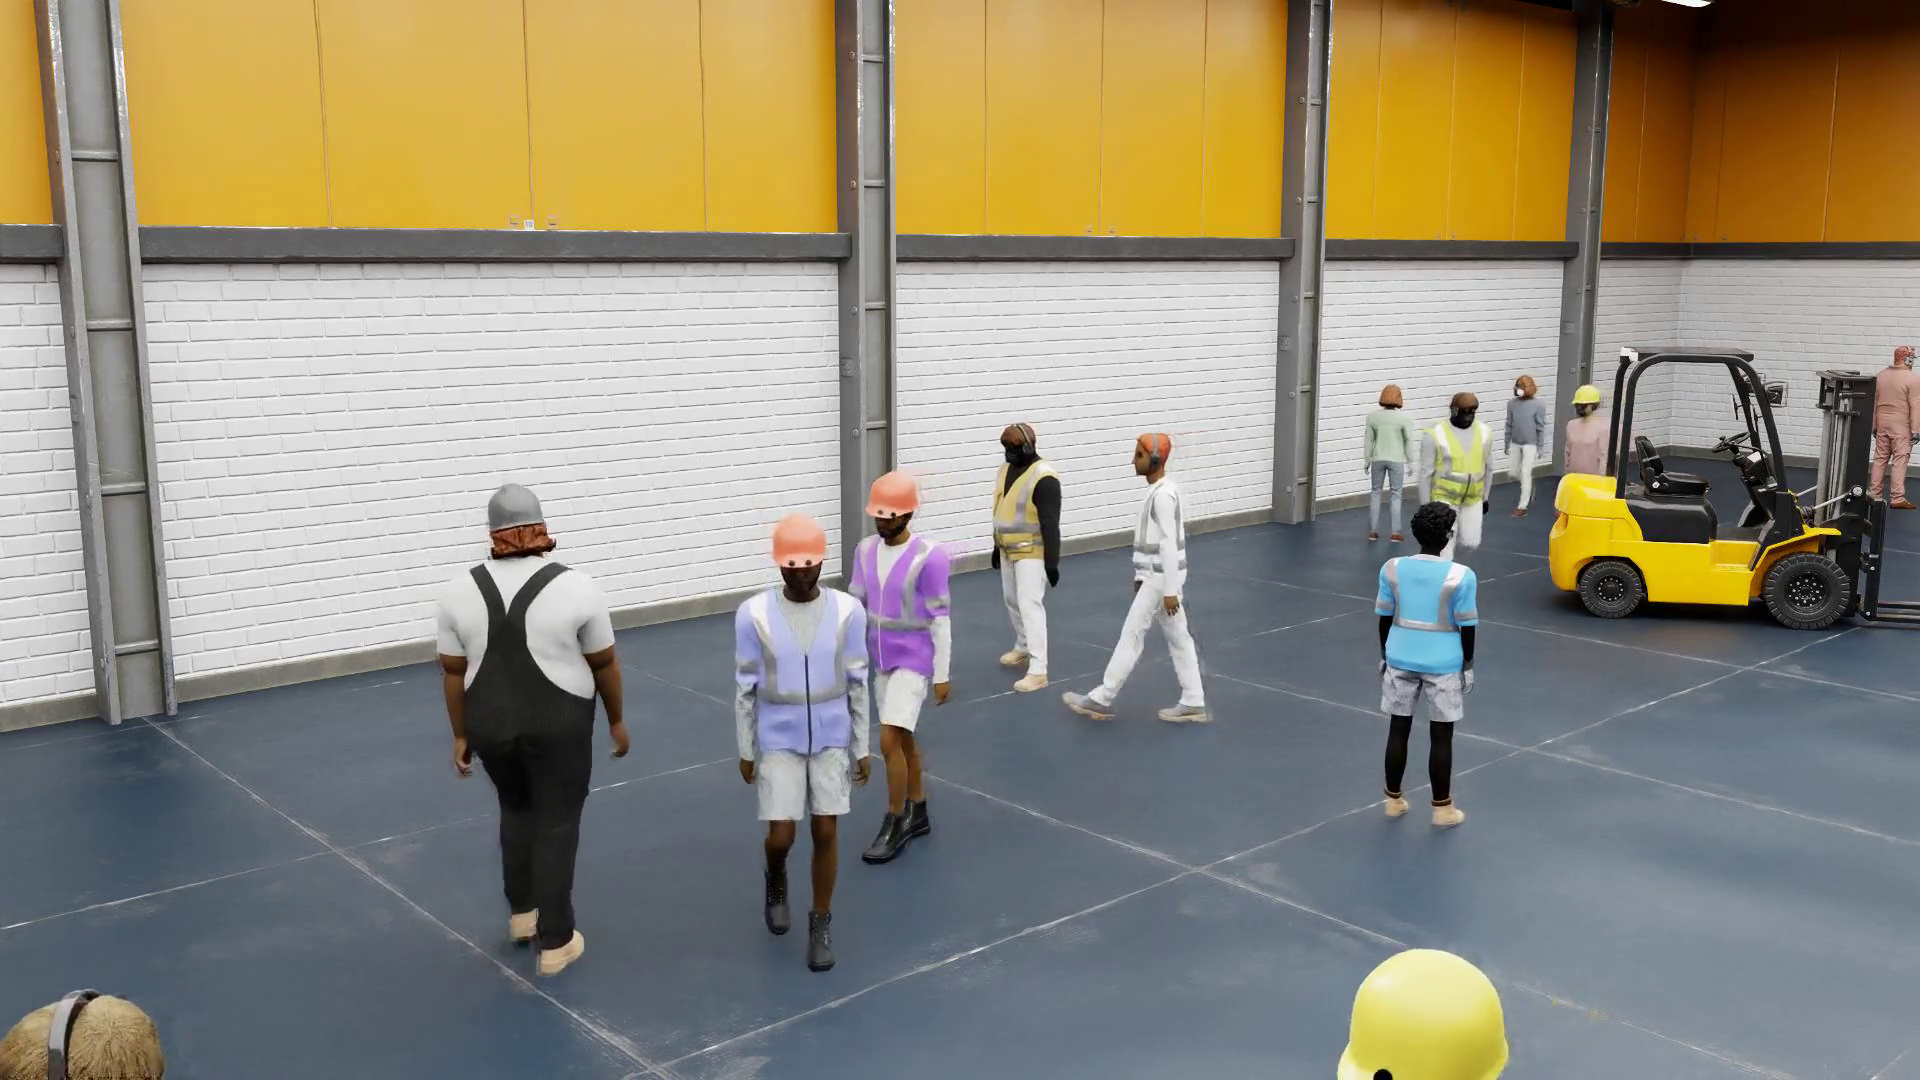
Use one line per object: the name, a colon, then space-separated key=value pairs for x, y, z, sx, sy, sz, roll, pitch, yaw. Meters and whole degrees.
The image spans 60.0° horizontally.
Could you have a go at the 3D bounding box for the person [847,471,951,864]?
person: x=-0.369 y=0.611 z=8.140 sx=0.589 sy=1.902 sz=0.728 roll=9 pitch=14 yaw=44

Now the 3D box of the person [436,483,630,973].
person: x=-1.755 y=0.742 z=6.995 sx=0.700 sy=2.000 sz=0.707 roll=1 pitch=10 yaw=8

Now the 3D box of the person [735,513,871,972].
person: x=-0.650 y=0.820 z=6.915 sx=0.545 sy=1.921 sz=0.494 roll=-2 pitch=10 yaw=-13

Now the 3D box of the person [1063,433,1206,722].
person: x=1.125 y=0.247 z=10.457 sx=0.957 sy=1.839 sz=0.608 roll=1 pitch=10 yaw=7

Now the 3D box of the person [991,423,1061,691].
person: x=0.465 y=0.089 z=11.525 sx=0.530 sy=1.810 sz=0.820 roll=-5 pitch=11 yaw=-26

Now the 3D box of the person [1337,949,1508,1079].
person: x=0.656 y=1.561 z=2.599 sx=0.792 sy=1.896 sz=0.614 roll=-8 pitch=13 yaw=-40

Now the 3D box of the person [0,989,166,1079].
person: x=-1.135 y=1.585 z=2.574 sx=1.041 sy=1.882 sz=0.647 roll=0 pitch=10 yaw=1

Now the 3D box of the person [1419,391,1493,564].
person: x=4.188 y=-0.366 z=14.135 sx=0.651 sy=1.821 sz=0.546 roll=-2 pitch=10 yaw=-9

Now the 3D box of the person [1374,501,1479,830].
person: x=2.404 y=0.642 z=8.586 sx=0.540 sy=1.695 sz=0.317 roll=7 pitch=12 yaw=37

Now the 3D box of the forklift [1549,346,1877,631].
forklift: x=6.109 y=-0.478 z=13.691 sx=2.313 sy=2.155 sz=1.214 roll=3 pitch=10 yaw=16

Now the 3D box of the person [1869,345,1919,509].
person: x=10.974 y=-1.320 z=19.462 sx=0.403 sy=1.906 sz=0.652 roll=-3 pitch=10 yaw=-19

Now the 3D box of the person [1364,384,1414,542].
person: x=4.426 y=-0.795 z=17.187 sx=0.507 sy=1.633 sz=0.278 roll=6 pitch=11 yaw=32

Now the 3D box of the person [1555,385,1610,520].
person: x=5.807 y=-0.562 z=15.489 sx=0.377 sy=1.754 sz=0.525 roll=-6 pitch=11 yaw=-32

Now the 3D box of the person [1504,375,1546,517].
person: x=6.446 y=-1.076 z=18.897 sx=0.496 sy=1.617 sz=0.499 roll=-7 pitch=12 yaw=-37
